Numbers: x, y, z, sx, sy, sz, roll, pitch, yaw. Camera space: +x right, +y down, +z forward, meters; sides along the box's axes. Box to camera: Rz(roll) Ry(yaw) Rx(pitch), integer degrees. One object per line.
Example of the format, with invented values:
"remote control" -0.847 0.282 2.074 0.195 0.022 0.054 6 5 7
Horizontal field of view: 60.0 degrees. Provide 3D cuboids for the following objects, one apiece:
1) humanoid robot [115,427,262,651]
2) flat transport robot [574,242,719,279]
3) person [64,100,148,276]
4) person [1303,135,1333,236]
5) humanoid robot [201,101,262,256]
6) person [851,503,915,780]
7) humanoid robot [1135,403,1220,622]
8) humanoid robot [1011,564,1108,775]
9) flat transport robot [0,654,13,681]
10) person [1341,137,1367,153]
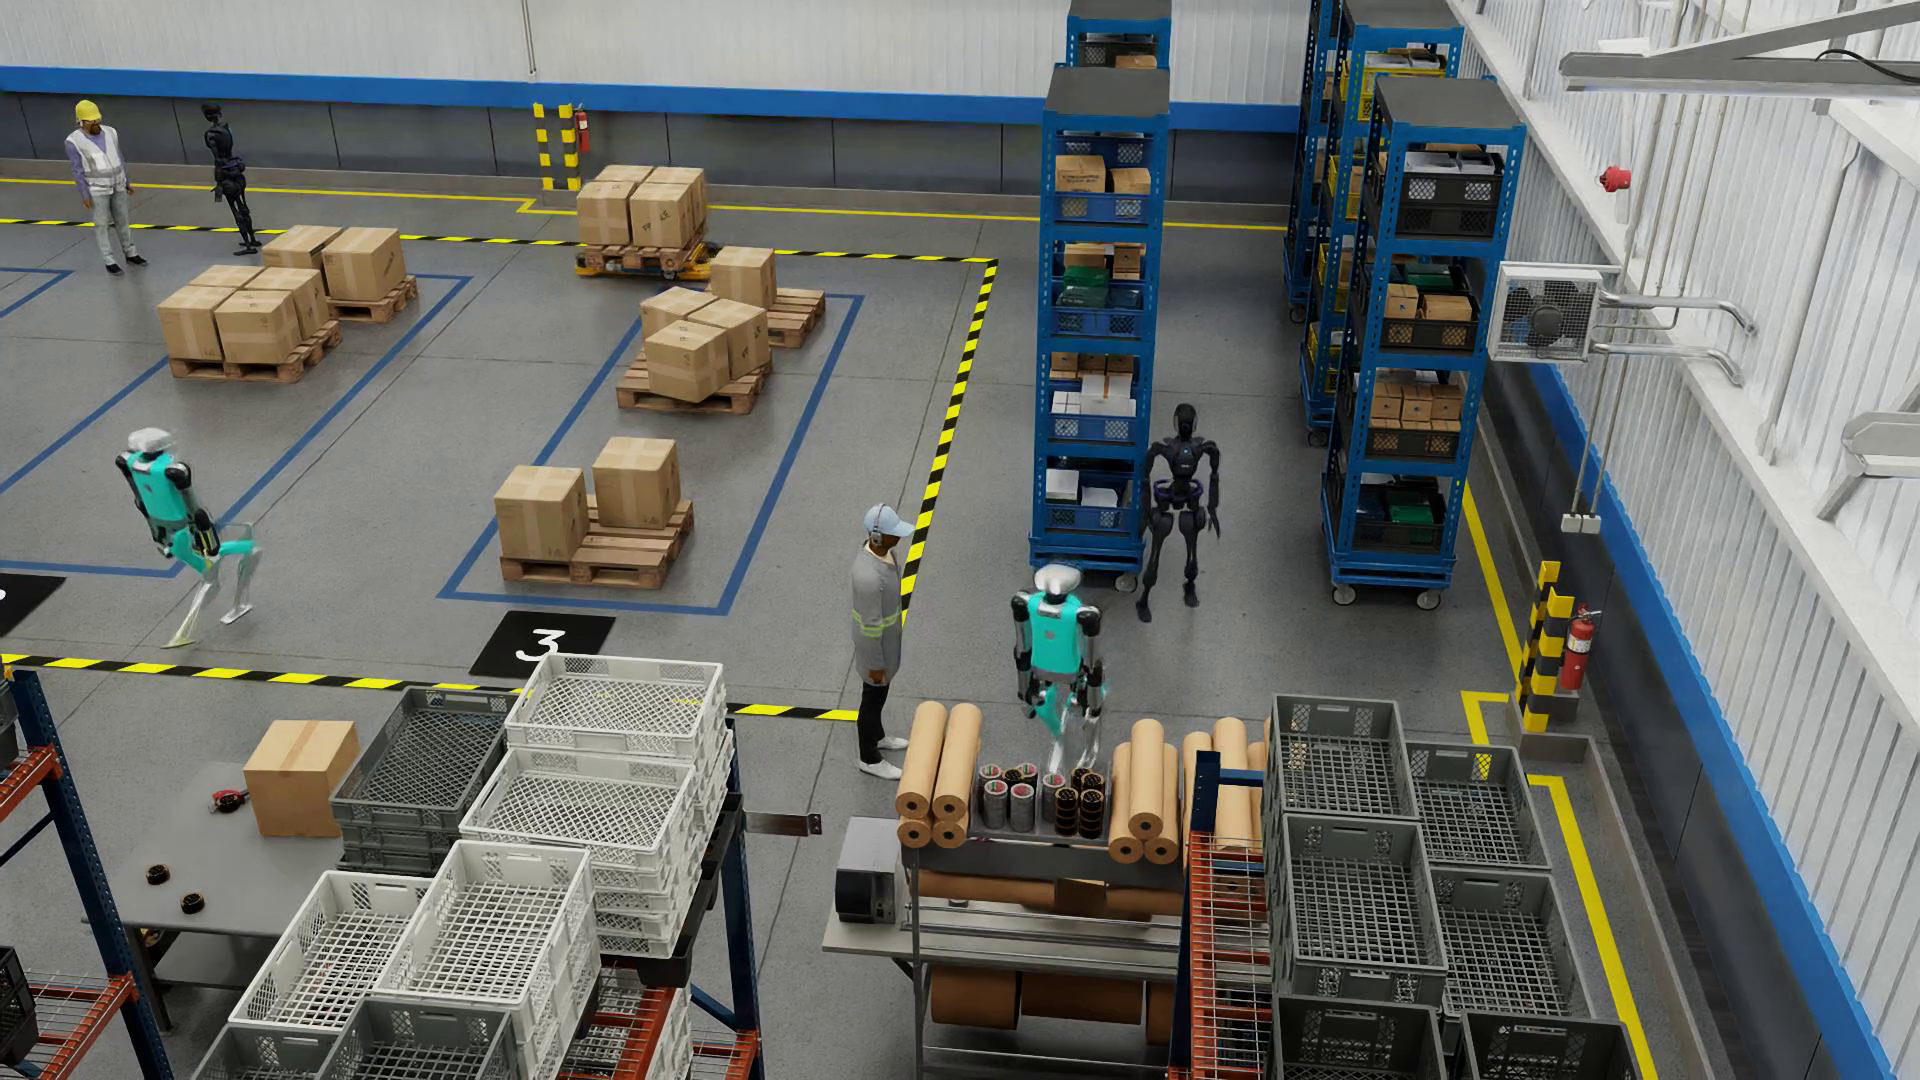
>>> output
"humanoid robot" -5.160 -0.065 11.305 0.536 1.729 0.958 10 32 17
"flat transport robot" -3.356 -3.031 17.852 1.431 0.197 0.652 3 30 6
"person" -8.988 -3.723 17.512 0.404 1.832 0.590 16 34 26
"person" 3.815 -3.733 17.615 0.286 1.746 0.490 -19 35 -29
"humanoid robot" -7.913 -3.920 17.991 0.315 1.657 0.599 -3 30 -4
"person" -0.455 0.596 10.076 0.397 1.850 0.597 3 30 4
"humanoid robot" 1.529 -0.223 11.675 0.596 1.642 0.423 -3 30 -5
"humanoid robot" 0.661 0.823 9.849 0.548 1.773 1.039 13 33 21
"flat transport robot" -7.142 0.969 11.010 1.431 0.231 0.659 3 30 6
"person" 4.230 -3.958 17.907 0.390 1.842 0.565 11 32 18
